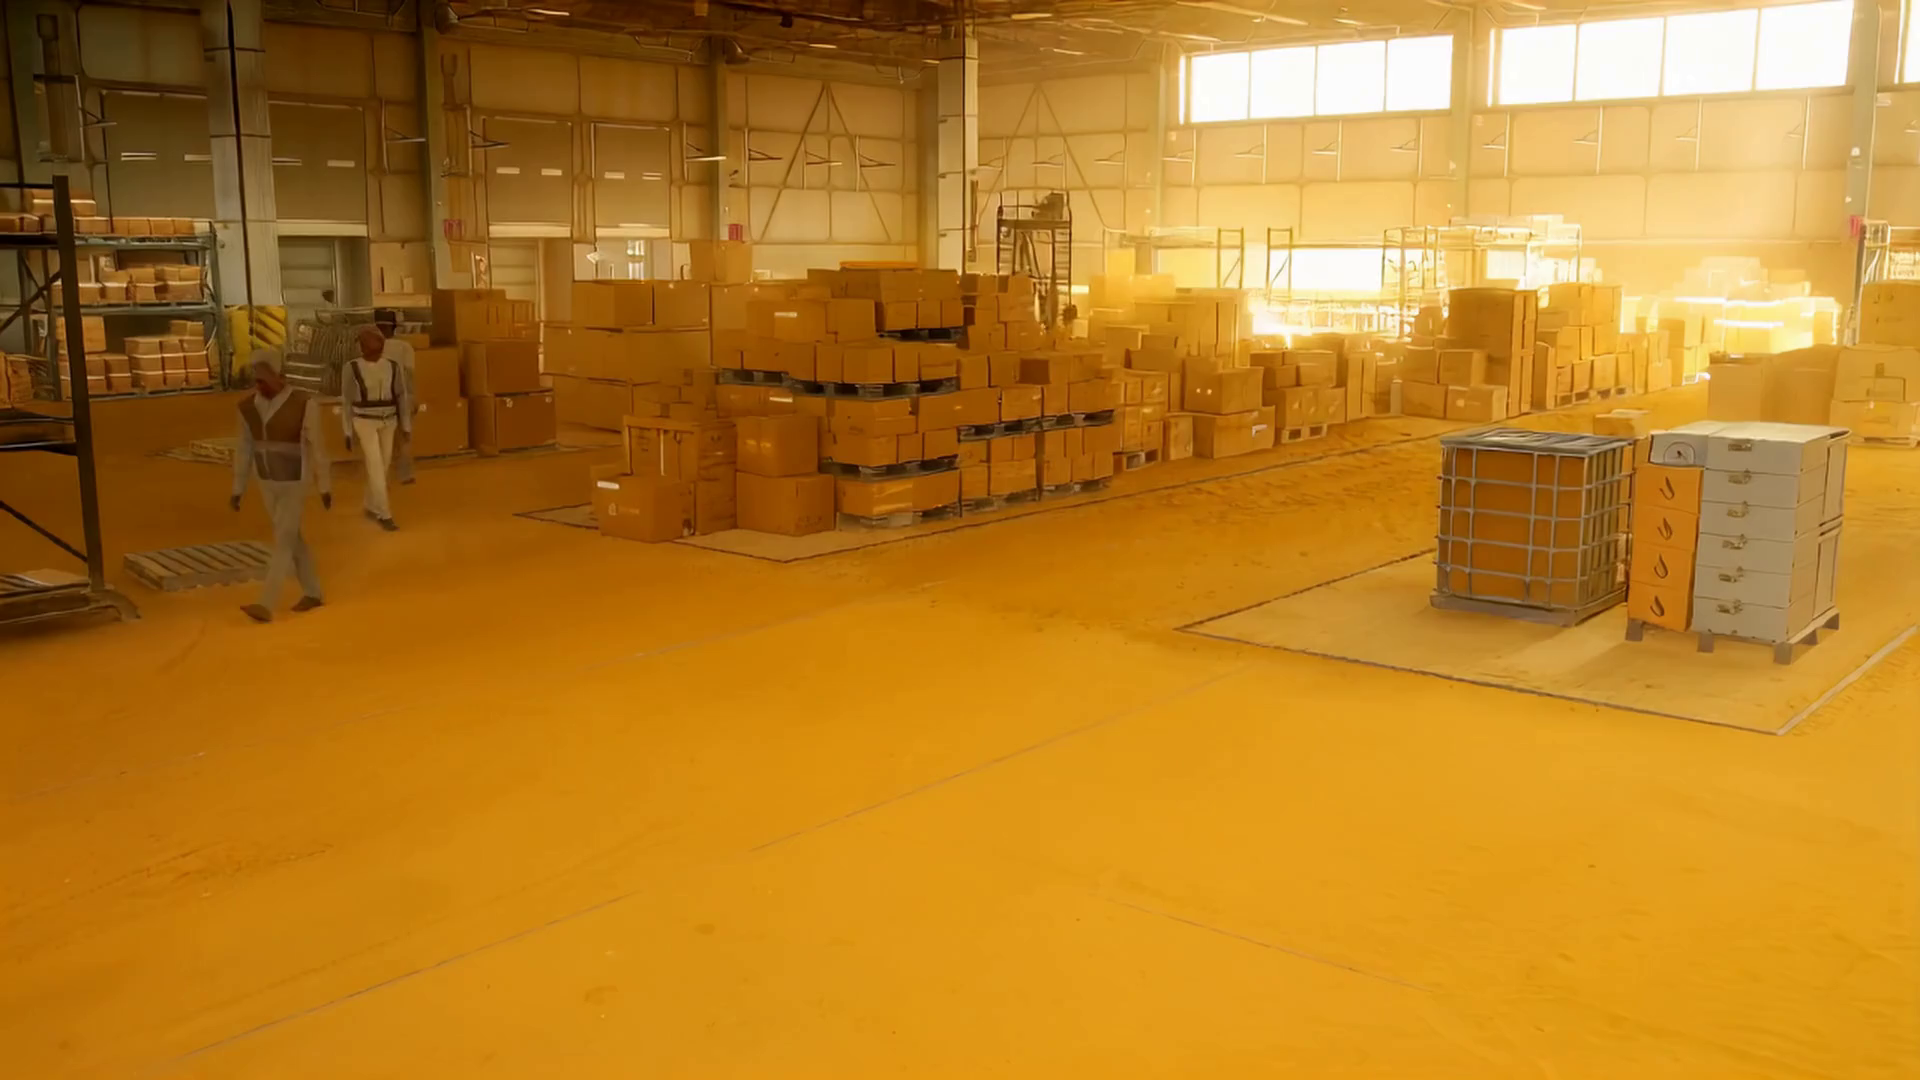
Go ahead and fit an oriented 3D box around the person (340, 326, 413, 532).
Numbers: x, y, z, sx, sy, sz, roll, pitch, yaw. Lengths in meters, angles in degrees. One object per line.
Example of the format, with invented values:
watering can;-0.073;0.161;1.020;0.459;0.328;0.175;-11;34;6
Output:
person;-5.335;-1.013;15.183;0.861;1.867;0.590;8;13;39

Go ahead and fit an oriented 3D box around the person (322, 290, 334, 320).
person;-13.724;-4.605;36.094;0.854;1.658;0.534;-8;12;-37

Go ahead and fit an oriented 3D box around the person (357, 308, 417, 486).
person;-6.131;-1.524;17.842;0.598;1.913;0.421;-3;10;-15

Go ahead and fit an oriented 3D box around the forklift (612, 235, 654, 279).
forklift;-7.300;-5.450;37.421;1.873;2.768;1.129;8;13;40

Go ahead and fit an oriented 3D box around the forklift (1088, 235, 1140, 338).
forklift;3.948;-5.574;38.131;1.873;2.768;1.129;4;11;21

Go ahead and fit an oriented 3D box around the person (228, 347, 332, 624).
person;-4.707;-0.364;11.341;0.604;1.864;1.006;3;10;17

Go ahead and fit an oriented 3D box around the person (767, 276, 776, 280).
person;-4.321;-5.086;38.108;0.630;1.918;0.633;-9;14;-43

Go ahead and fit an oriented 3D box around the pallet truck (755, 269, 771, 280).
pallet truck;-4.996;-6.432;45.525;1.885;1.965;0.823;-6;12;-32
